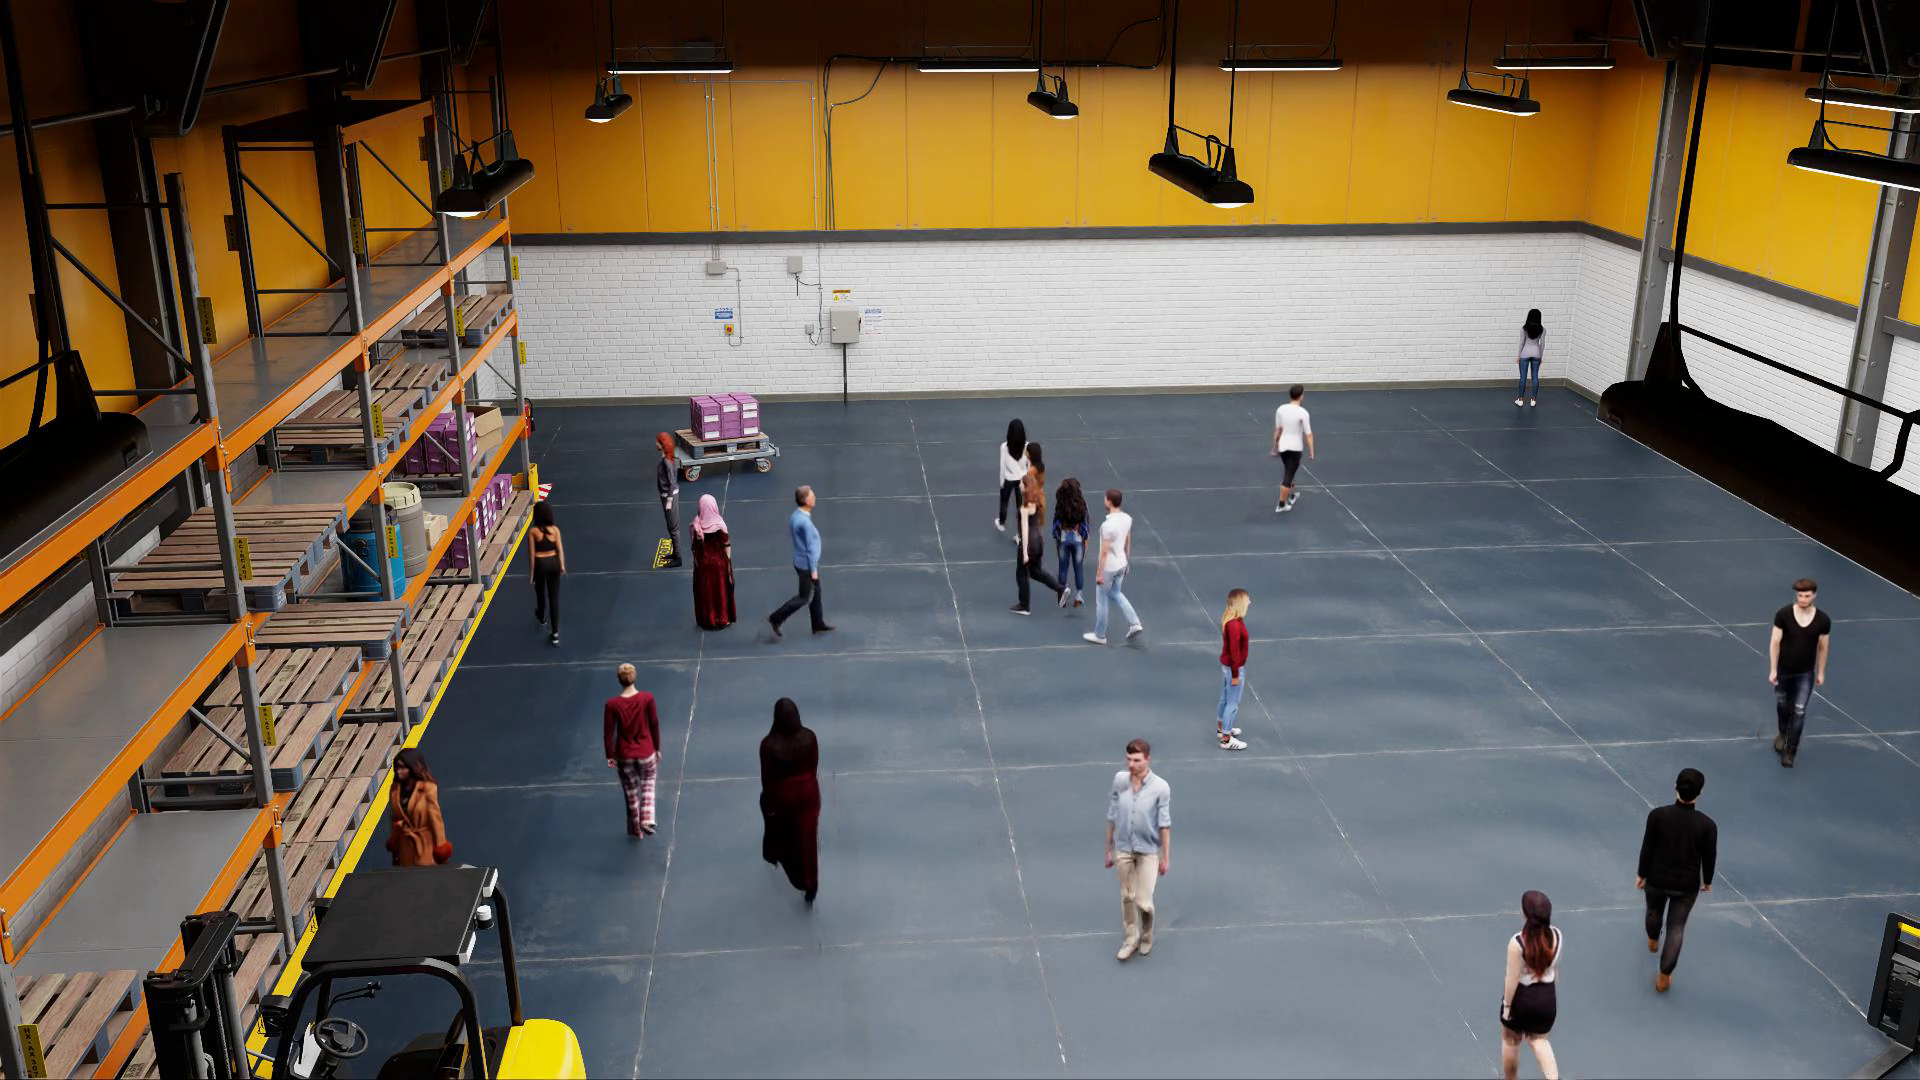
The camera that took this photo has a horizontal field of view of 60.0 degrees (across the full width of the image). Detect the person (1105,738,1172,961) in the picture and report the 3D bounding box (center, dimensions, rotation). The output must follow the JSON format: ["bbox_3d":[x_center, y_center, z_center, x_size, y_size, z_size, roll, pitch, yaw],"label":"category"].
[{"bbox_3d":[1.407,2.350,12.785,0.792,1.835,0.831,10,21,28],"label":"person"}]

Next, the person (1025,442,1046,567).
[{"bbox_3d":[1.028,-0.432,21.285,0.721,1.682,0.624,4,19,13],"label":"person"}]

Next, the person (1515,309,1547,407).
[{"bbox_3d":[10.146,-3.255,29.585,0.646,1.735,0.595,2,19,6],"label":"person"}]

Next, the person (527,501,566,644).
[{"bbox_3d":[-4.700,0.392,18.960,0.809,1.604,1.130,-8,20,-22],"label":"person"}]

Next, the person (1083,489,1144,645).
[{"bbox_3d":[1.780,0.325,18.786,1.033,1.843,0.993,13,23,34],"label":"person"}]

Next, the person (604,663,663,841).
[{"bbox_3d":[-2.810,1.868,14.445,0.712,1.689,0.752,-6,19,-17],"label":"person"}]

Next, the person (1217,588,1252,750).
[{"bbox_3d":[2.690,1.247,16.378,0.662,1.632,0.453,-1,19,-2],"label":"person"}]

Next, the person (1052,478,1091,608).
[{"bbox_3d":[1.337,0.020,20.050,0.657,1.615,0.634,3,19,10],"label":"person"}]

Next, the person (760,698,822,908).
[{"bbox_3d":[-1.334,2.165,13.539,0.880,1.704,1.235,-7,20,-20],"label":"person"}]

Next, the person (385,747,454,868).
[{"bbox_3d":[-4.131,2.387,12.874,0.883,1.708,0.966,6,20,18],"label":"person"}]

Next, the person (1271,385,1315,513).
[{"bbox_3d":[4.635,-1.271,23.546,1.079,1.829,1.124,17,25,40],"label":"person"}]

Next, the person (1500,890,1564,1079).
[{"bbox_3d":[3.787,3.088,10.911,0.648,1.633,0.887,-5,19,-14],"label":"person"}]

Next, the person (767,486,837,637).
[{"bbox_3d":[-1.825,0.274,19.009,0.854,1.798,1.048,-6,19,-17],"label":"person"}]

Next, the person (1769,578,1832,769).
[{"bbox_3d":[8.067,1.234,16.083,1.127,1.845,1.280,10,21,28],"label":"person"}]

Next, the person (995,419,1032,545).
[{"bbox_3d":[0.762,-0.758,22.274,0.758,1.668,1.056,-5,19,-14],"label":"person"}]

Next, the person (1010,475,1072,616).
[{"bbox_3d":[0.923,0.075,19.701,0.917,1.732,0.978,7,20,20],"label":"person"}]

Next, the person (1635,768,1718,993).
[{"bbox_3d":[5.321,2.557,12.405,1.026,1.685,1.180,10,21,26],"label":"person"}]

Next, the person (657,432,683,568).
[{"bbox_3d":[-3.747,-0.534,21.435,0.674,1.781,0.466,-4,19,-12],"label":"person"}]

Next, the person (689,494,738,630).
[{"bbox_3d":[-2.888,0.247,19.338,0.710,1.638,0.668,2,19,7],"label":"person"}]
